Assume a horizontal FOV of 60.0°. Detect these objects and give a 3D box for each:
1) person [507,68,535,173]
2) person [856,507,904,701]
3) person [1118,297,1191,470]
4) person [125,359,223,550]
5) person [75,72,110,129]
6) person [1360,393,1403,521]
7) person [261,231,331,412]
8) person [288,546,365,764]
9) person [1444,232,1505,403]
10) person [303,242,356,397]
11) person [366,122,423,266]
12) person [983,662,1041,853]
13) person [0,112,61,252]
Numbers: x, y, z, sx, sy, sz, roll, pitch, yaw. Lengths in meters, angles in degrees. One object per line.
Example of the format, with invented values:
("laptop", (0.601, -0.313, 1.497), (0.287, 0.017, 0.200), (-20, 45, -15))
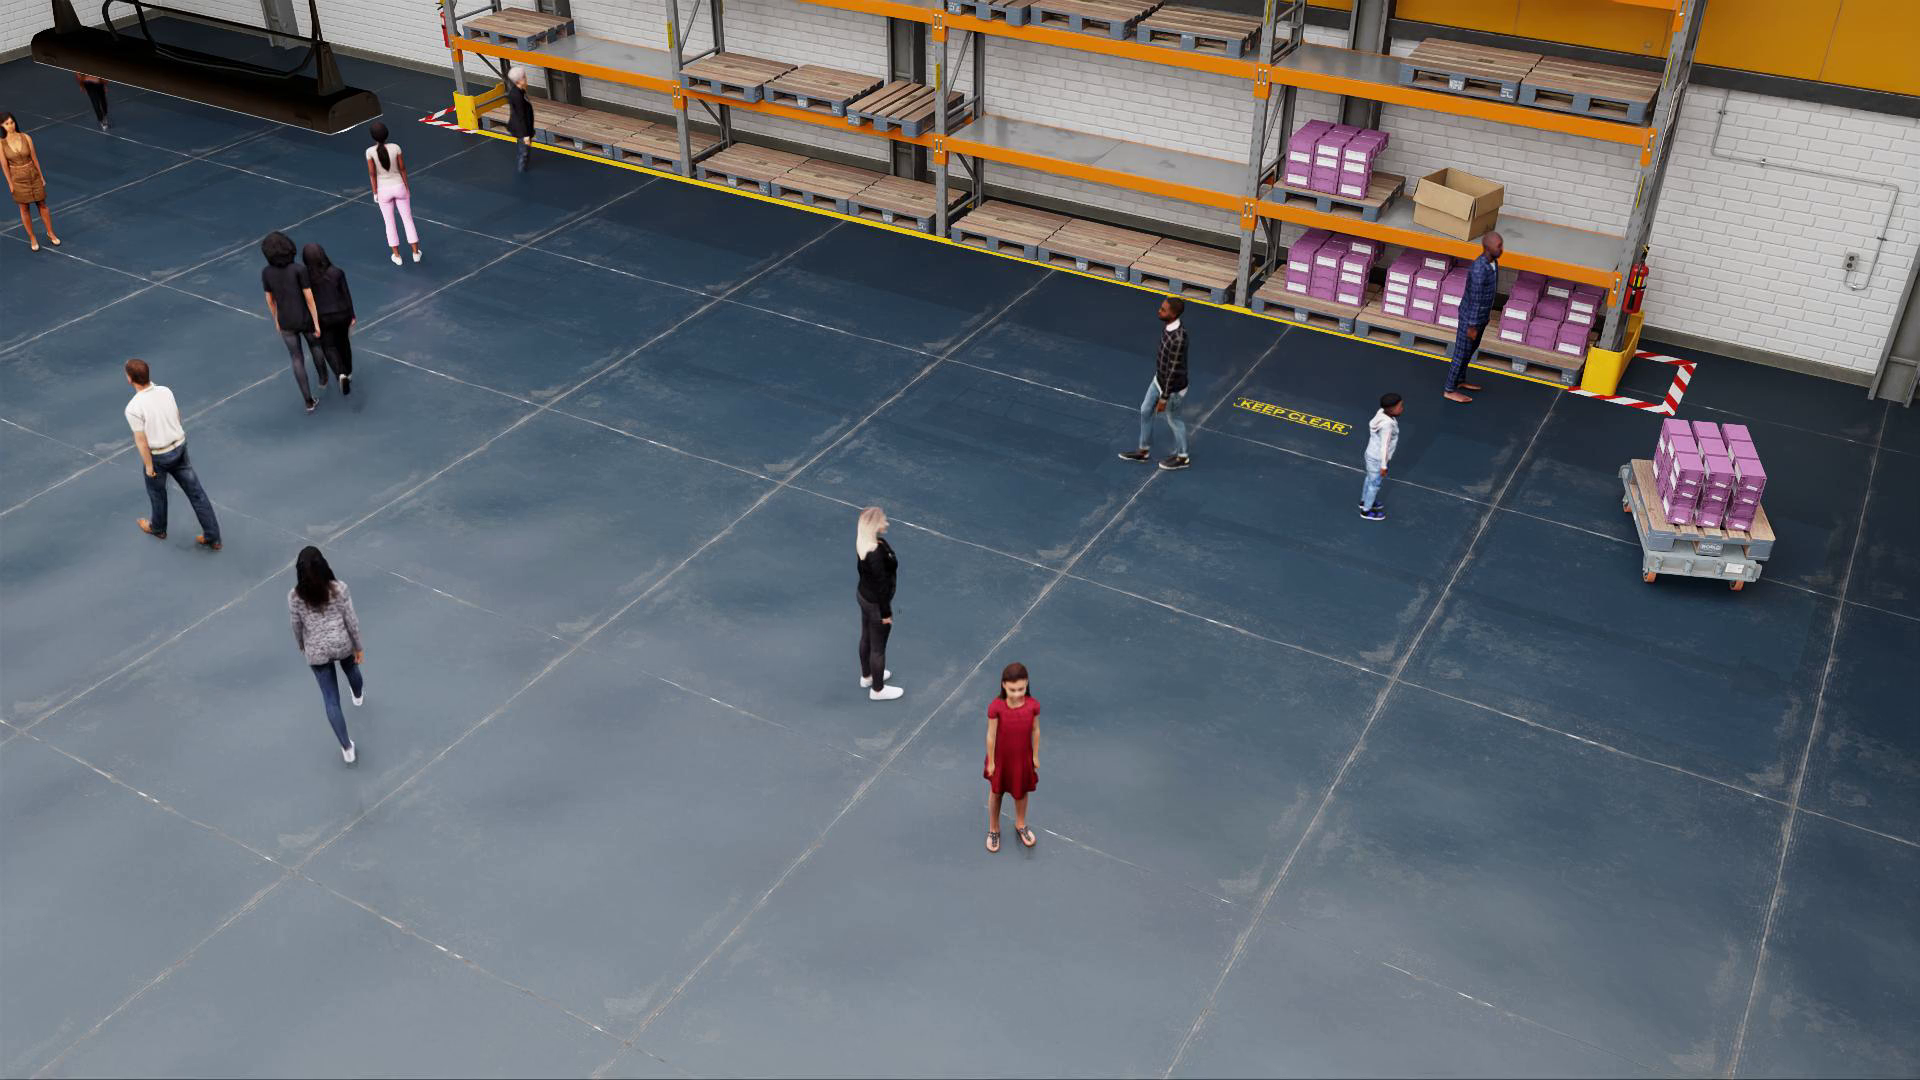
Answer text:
("person", (-5.968, -5.524, 22.518), (0.788, 1.782, 0.820), (-8, 35, -12))
("person", (-0.664, 0.483, 12.847), (0.751, 1.685, 0.670), (-12, 36, -18))
("person", (2.073, -1.456, 15.664), (1.076, 1.797, 0.985), (-3, 34, -4))
("person", (-6.841, -0.701, 14.507), (1.093, 1.821, 0.702), (16, 37, 22))
("person", (-12.398, -6.499, 23.771), (0.813, 1.221, 0.958), (-16, 37, -23))
("person", (3.814, -0.780, 15.135), (0.576, 1.257, 0.539), (3, 34, 4))
("person", (-6.686, -2.158, 16.723), (1.062, 1.793, 1.091), (-6, 34, -8))
("person", (-4.650, 0.865, 12.277), (1.055, 1.681, 1.221), (-14, 36, -20))
("person", (5.226, -2.292, 16.904), (0.567, 1.815, 0.642), (19, 38, 26))
("person", (-6.439, -2.238, 17.024), (0.940, 1.594, 1.090), (-17, 37, -24))
("person", (-6.734, -4.117, 19.718), (0.657, 1.740, 0.691), (-13, 36, -19))
("person", (0.364, 1.471, 11.481), (0.680, 1.552, 0.740), (-6, 34, -9))
("person", (-11.304, -4.349, 20.116), (0.618, 1.686, 0.603), (-26, 42, -34))
